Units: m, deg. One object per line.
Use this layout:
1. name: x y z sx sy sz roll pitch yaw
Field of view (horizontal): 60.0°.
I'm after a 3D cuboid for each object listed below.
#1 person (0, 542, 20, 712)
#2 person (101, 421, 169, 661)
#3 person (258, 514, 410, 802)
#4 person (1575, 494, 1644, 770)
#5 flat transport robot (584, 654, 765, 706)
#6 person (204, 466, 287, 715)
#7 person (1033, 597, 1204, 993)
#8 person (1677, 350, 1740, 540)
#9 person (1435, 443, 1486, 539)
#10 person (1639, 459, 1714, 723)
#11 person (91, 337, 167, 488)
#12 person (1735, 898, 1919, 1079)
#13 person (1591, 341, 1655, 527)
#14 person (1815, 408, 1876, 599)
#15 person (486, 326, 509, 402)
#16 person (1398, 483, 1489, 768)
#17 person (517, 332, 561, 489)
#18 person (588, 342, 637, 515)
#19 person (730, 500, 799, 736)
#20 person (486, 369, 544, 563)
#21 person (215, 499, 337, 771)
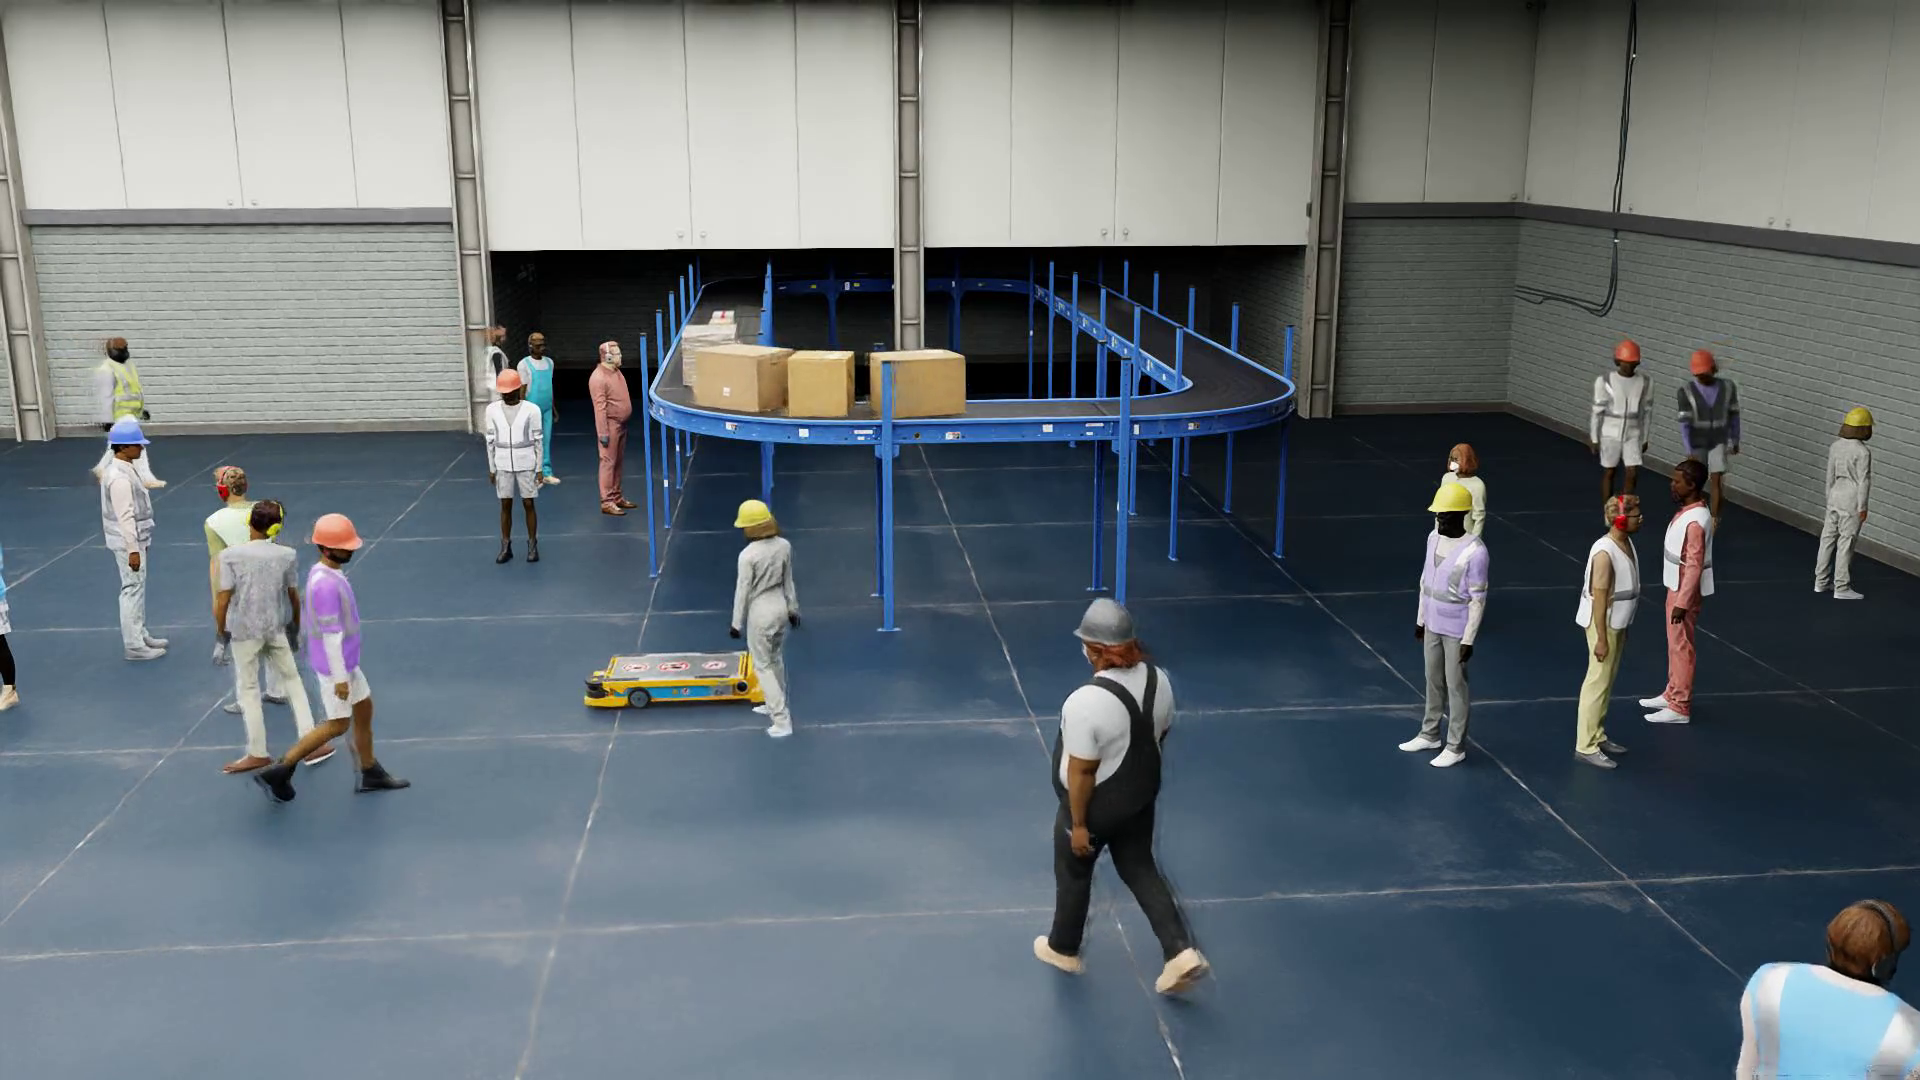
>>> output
1. person: -7.180 0.421 12.166 0.535 1.698 0.318 8 16 29
2. person: -6.635 0.006 13.352 0.416 1.940 0.601 -7 15 -25
3. person: -3.986 0.759 10.425 0.830 1.906 0.560 -5 15 -18
4. person: 4.347 0.592 11.171 0.382 1.849 0.571 9 17 32
5. flat transport robot: -2.077 1.042 12.579 1.431 0.197 0.652 -1 14 -5
6. person: -5.184 0.367 12.104 0.388 1.838 0.562 7 16 26
7. person: 0.778 1.246 8.171 0.685 2.000 0.912 -12 18 -39
8. person: 7.745 -0.981 17.219 0.689 1.972 0.870 3 14 12
9. person: 4.191 -0.009 14.018 0.279 1.633 0.501 -8 16 -28
10. person: 5.188 0.369 11.926 0.392 1.919 0.590 4 15 17
11. person: -9.935 -1.511 19.679 0.864 1.811 0.626 -1 14 -5
12. person: 2.803 2.042 5.435 0.580 1.823 0.629 -13 19 -41
13. person: 6.968 -1.081 17.515 0.631 2.013 0.794 3 14 11
14. person: 8.071 -0.338 15.113 0.295 1.744 0.485 -3 14 -12
15. person: -6.106 -2.029 22.117 0.373 1.624 0.544 -4 15 -15
16. person: 3.258 0.562 11.138 0.370 1.927 0.588 -6 15 -22
17. person: -4.986 -1.541 19.716 0.346 1.845 0.505 10 17 35
18. person: -3.827 -1.240 18.388 0.409 1.907 0.651 2 14 8
19. person: -1.348 0.535 11.727 0.612 1.697 0.549 10 17 35
20. person: -4.350 -0.723 16.278 0.546 1.927 0.385 -1 14 -2
21. person: -4.561 0.649 10.996 0.433 1.833 0.686 13 19 43
